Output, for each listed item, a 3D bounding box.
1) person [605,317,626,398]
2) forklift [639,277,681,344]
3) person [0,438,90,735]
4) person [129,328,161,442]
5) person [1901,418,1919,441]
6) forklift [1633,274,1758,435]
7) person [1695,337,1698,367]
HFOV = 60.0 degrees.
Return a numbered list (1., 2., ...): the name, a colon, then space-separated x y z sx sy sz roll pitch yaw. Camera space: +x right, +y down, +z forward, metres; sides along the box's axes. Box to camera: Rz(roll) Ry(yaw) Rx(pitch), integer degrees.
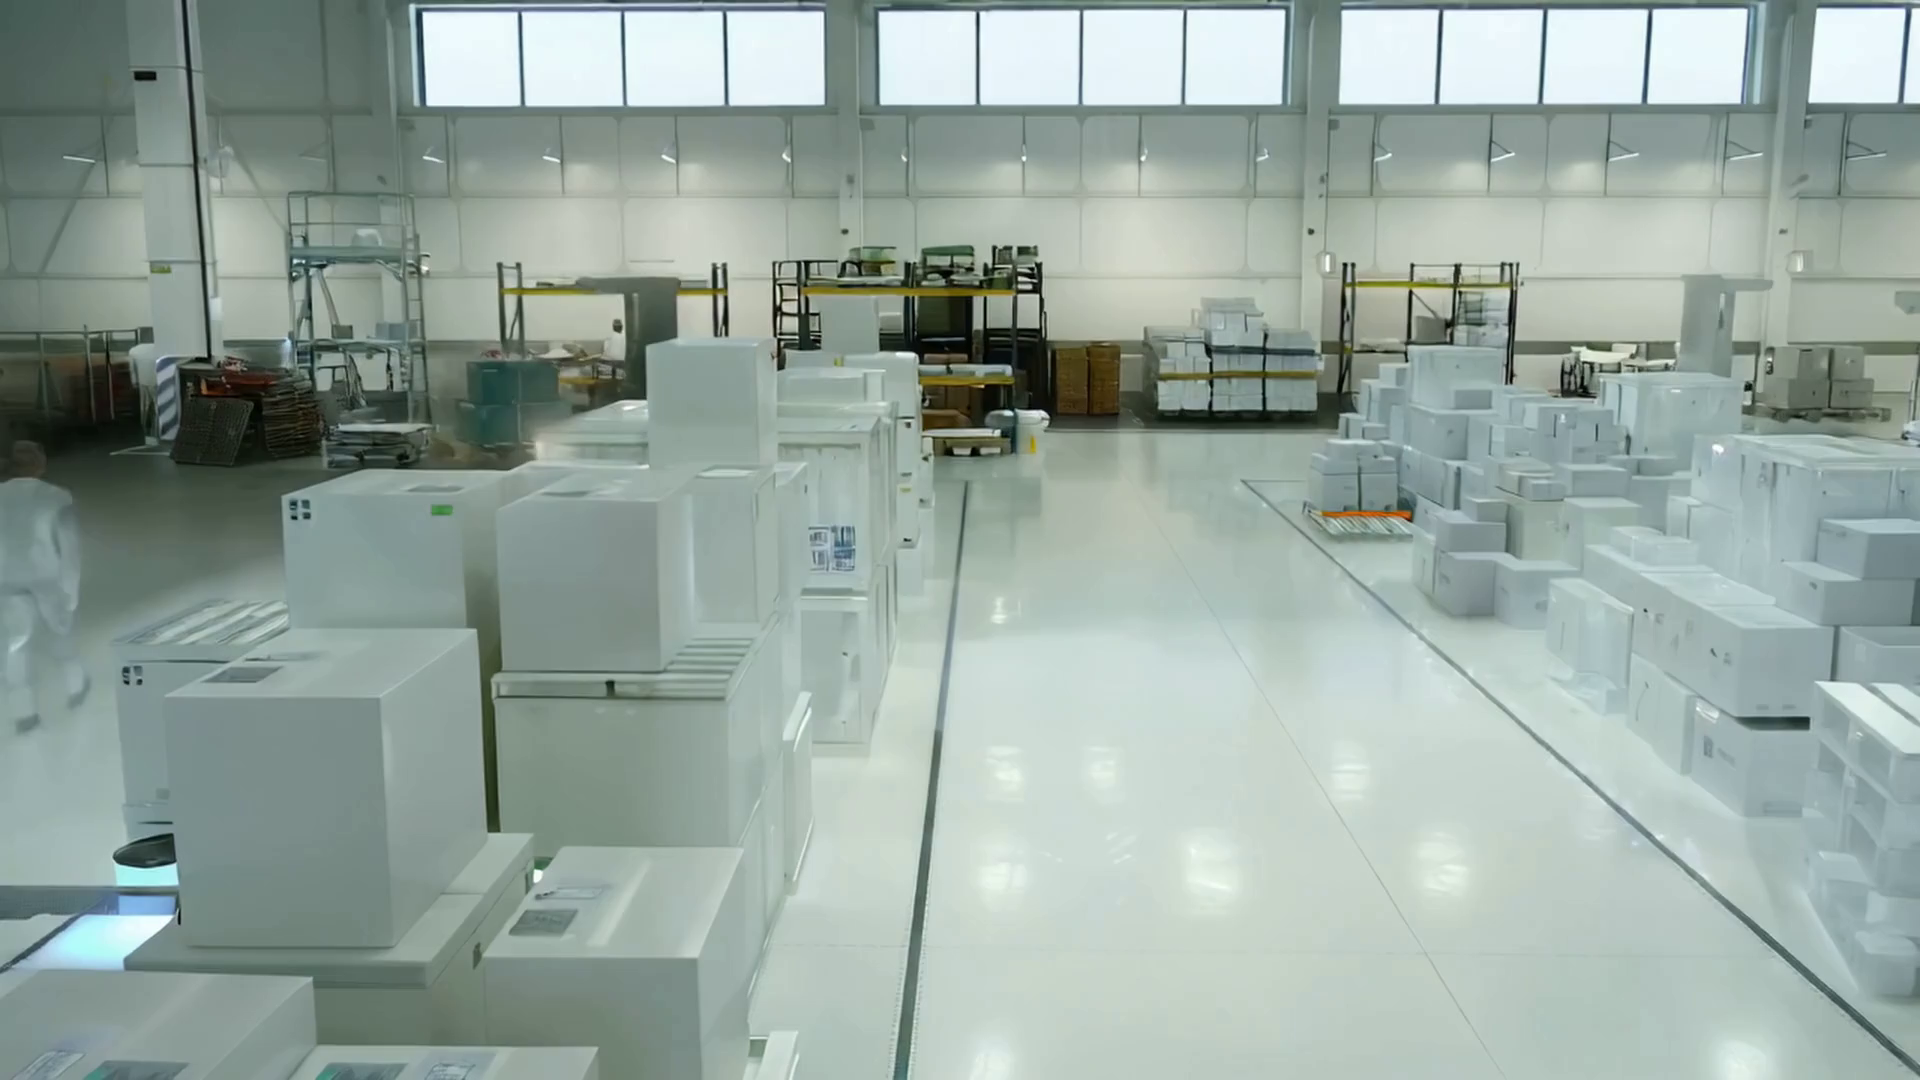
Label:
1. person: -6.987 -3.611 34.123 0.558 1.921 0.389 -1 10 -7
2. forklift: -4.271 -2.370 23.831 1.873 2.768 1.129 -5 11 -25
3. person: -6.112 0.266 11.007 0.635 1.884 1.014 -3 10 -16
4. person: -13.644 -2.607 28.075 0.635 1.934 0.351 0 9 1
5. person: 8.962 -0.468 15.322 0.624 1.945 0.734 3 10 19
6. forklift: 12.945 -3.275 29.250 1.873 2.768 1.129 0 9 1
7. person: 13.891 -3.137 31.359 0.936 1.908 0.641 2 10 12
